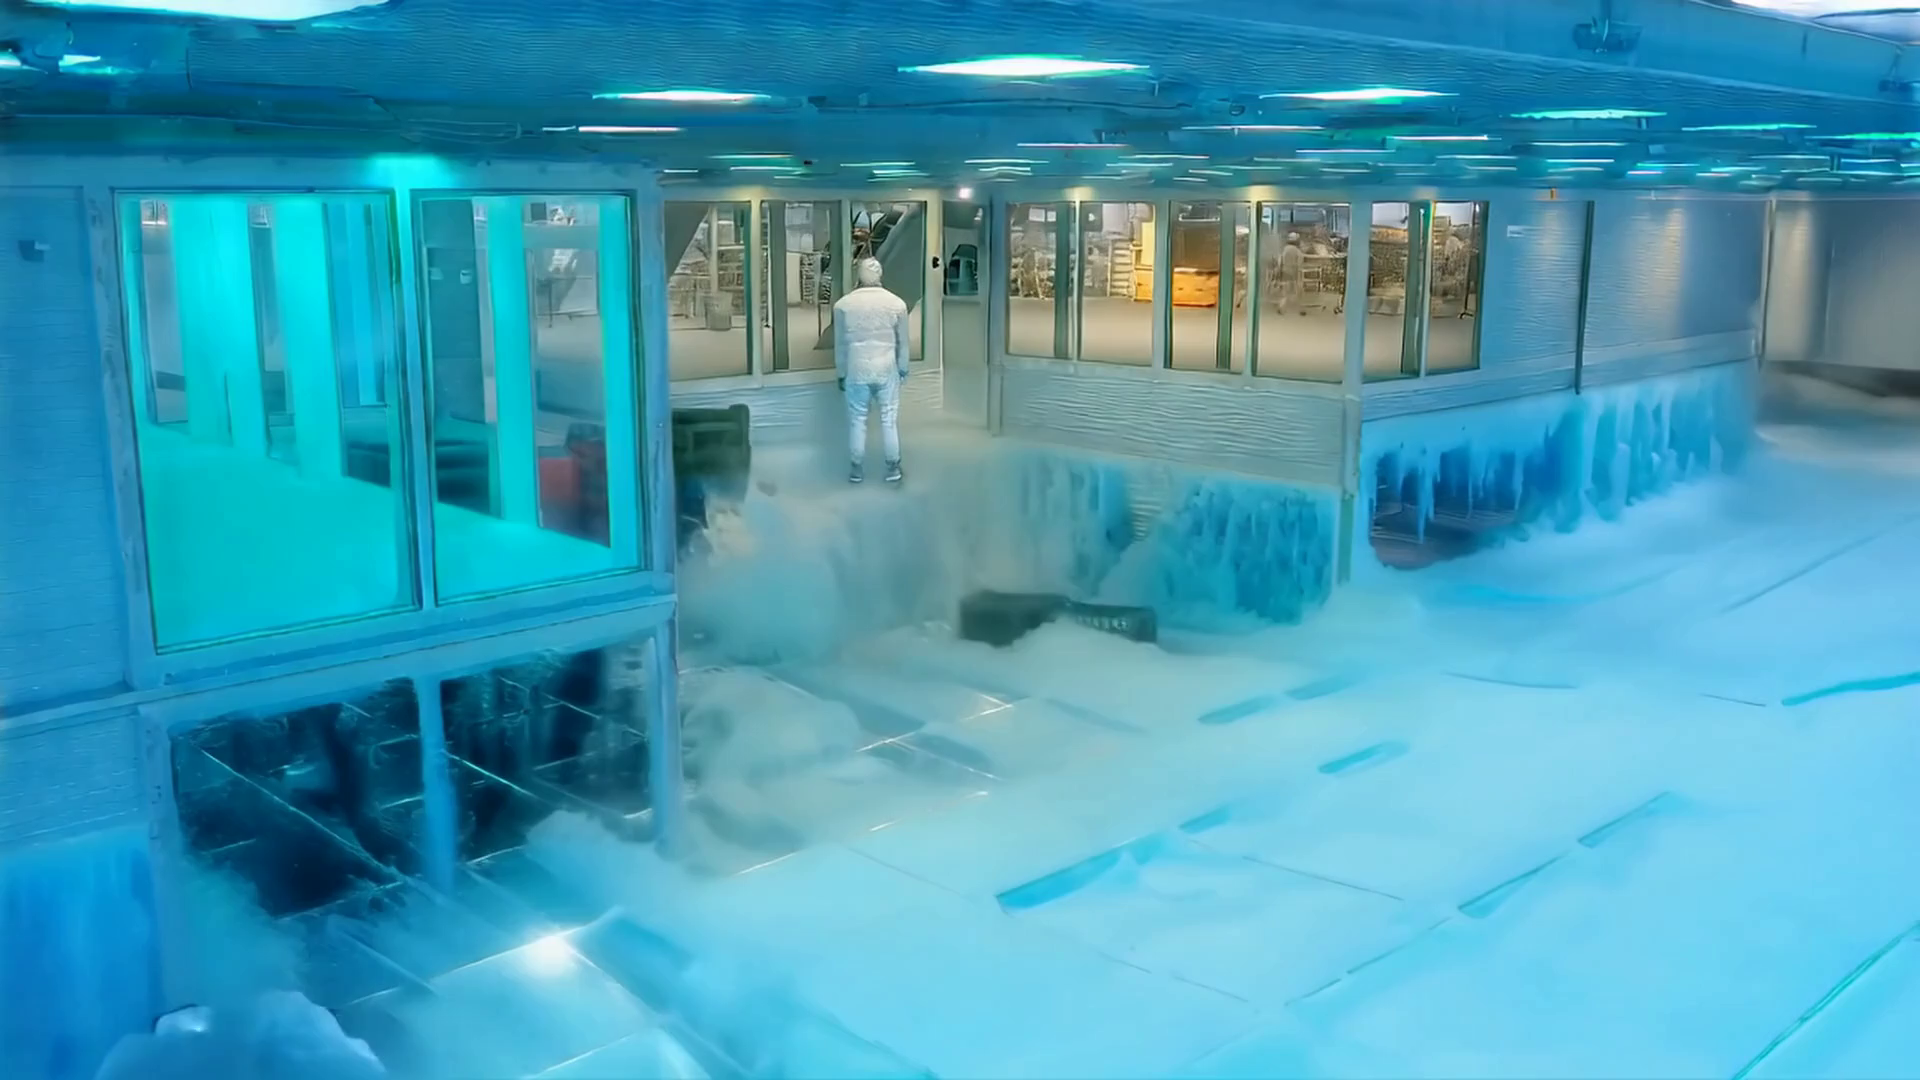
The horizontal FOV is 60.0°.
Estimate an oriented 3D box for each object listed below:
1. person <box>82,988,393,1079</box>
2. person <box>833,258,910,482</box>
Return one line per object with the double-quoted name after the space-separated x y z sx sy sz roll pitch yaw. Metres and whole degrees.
-0.414 1.186 1.167 0.322 1.861 0.522 -11 16 -43 "person"
-0.746 -1.437 14.165 0.644 1.908 0.408 0 11 2 "person"
